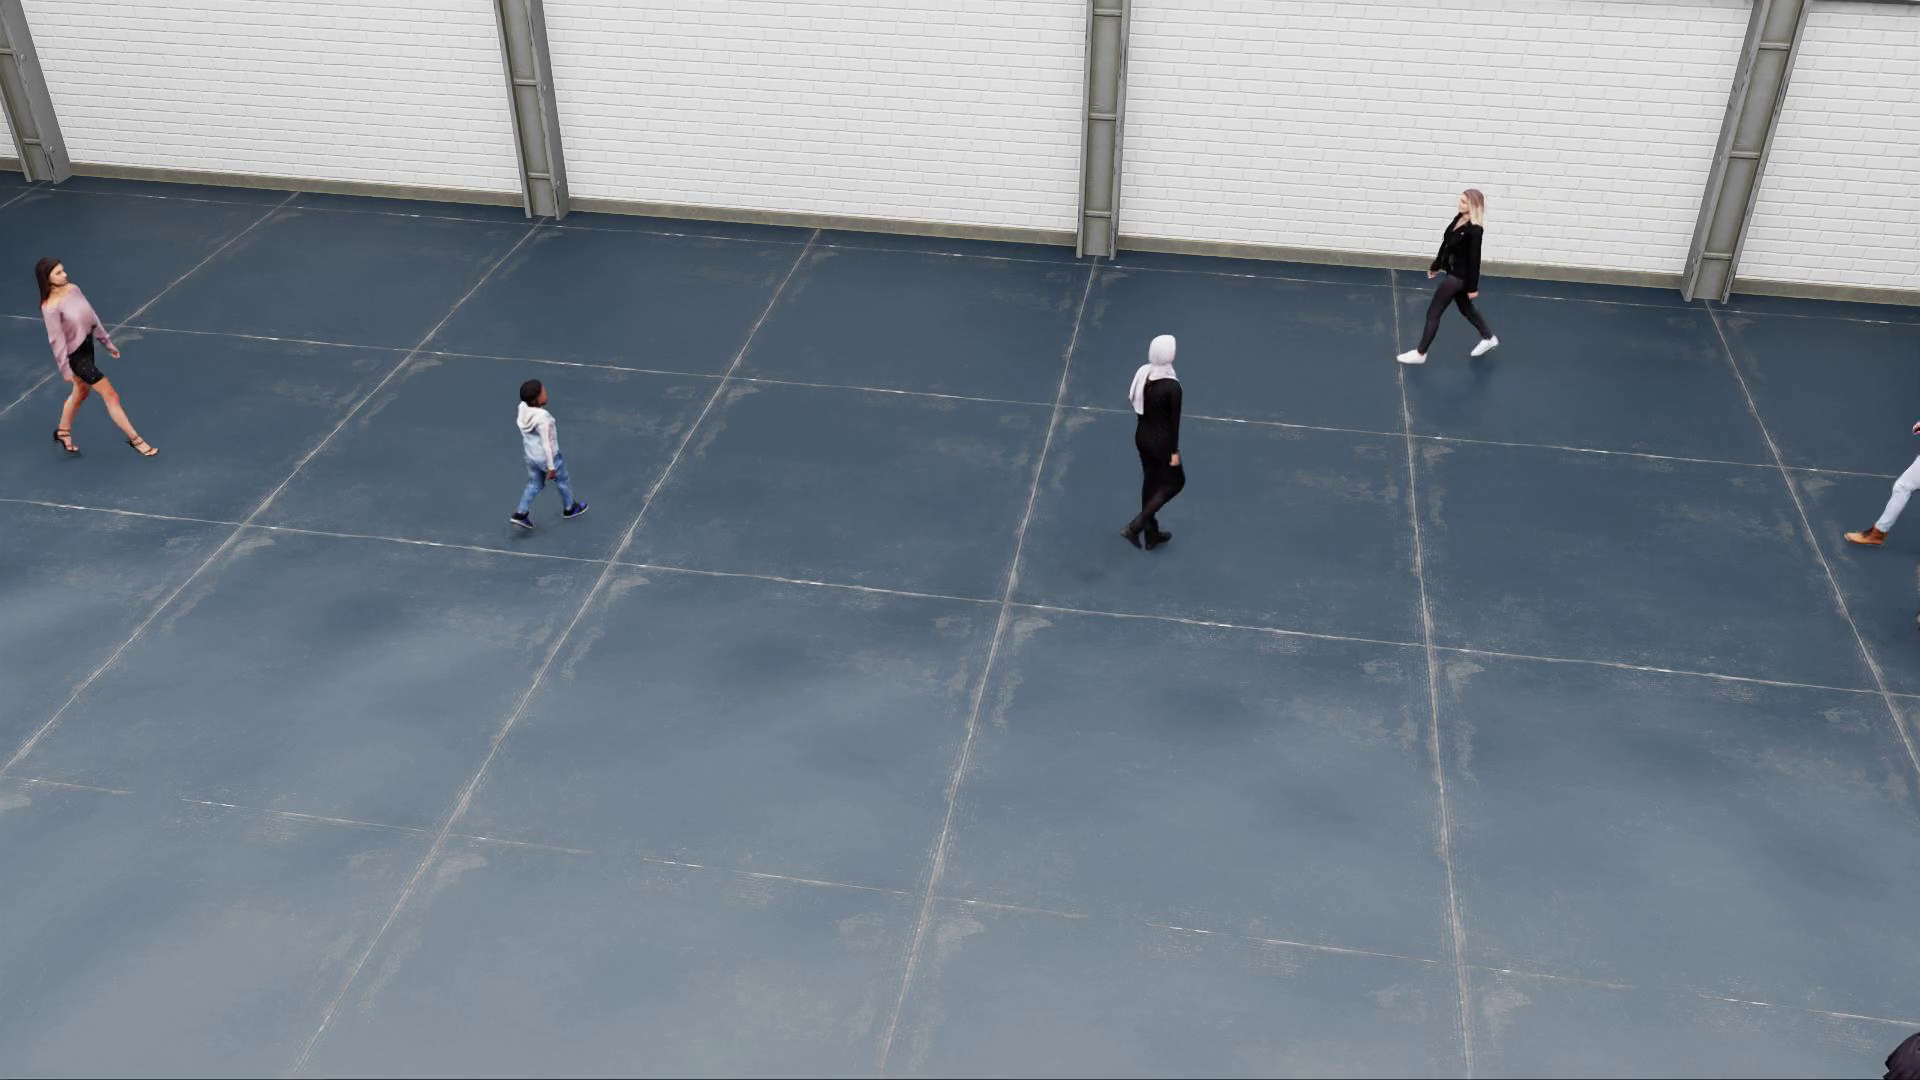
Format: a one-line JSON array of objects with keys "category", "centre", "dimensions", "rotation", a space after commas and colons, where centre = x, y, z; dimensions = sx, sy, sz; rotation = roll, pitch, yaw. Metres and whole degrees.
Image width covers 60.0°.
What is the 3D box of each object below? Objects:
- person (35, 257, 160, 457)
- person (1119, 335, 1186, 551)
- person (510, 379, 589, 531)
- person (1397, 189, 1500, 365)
[{"category": "person", "centre": [-7.117, -1.423, 13.309], "dimensions": [1.129, 1.770, 0.768], "rotation": [0, 34, 0]}, {"category": "person", "centre": [1.378, -0.650, 12.146], "dimensions": [0.909, 1.770, 0.855], "rotation": [-23, 40, -31]}, {"category": "person", "centre": [-3.221, -0.641, 12.603], "dimensions": [0.848, 1.249, 0.802], "rotation": [25, 41, 33]}, {"category": "person", "centre": [4.510, -2.319, 14.770], "dimensions": [1.229, 1.645, 0.779], "rotation": [-2, 34, -3]}]
